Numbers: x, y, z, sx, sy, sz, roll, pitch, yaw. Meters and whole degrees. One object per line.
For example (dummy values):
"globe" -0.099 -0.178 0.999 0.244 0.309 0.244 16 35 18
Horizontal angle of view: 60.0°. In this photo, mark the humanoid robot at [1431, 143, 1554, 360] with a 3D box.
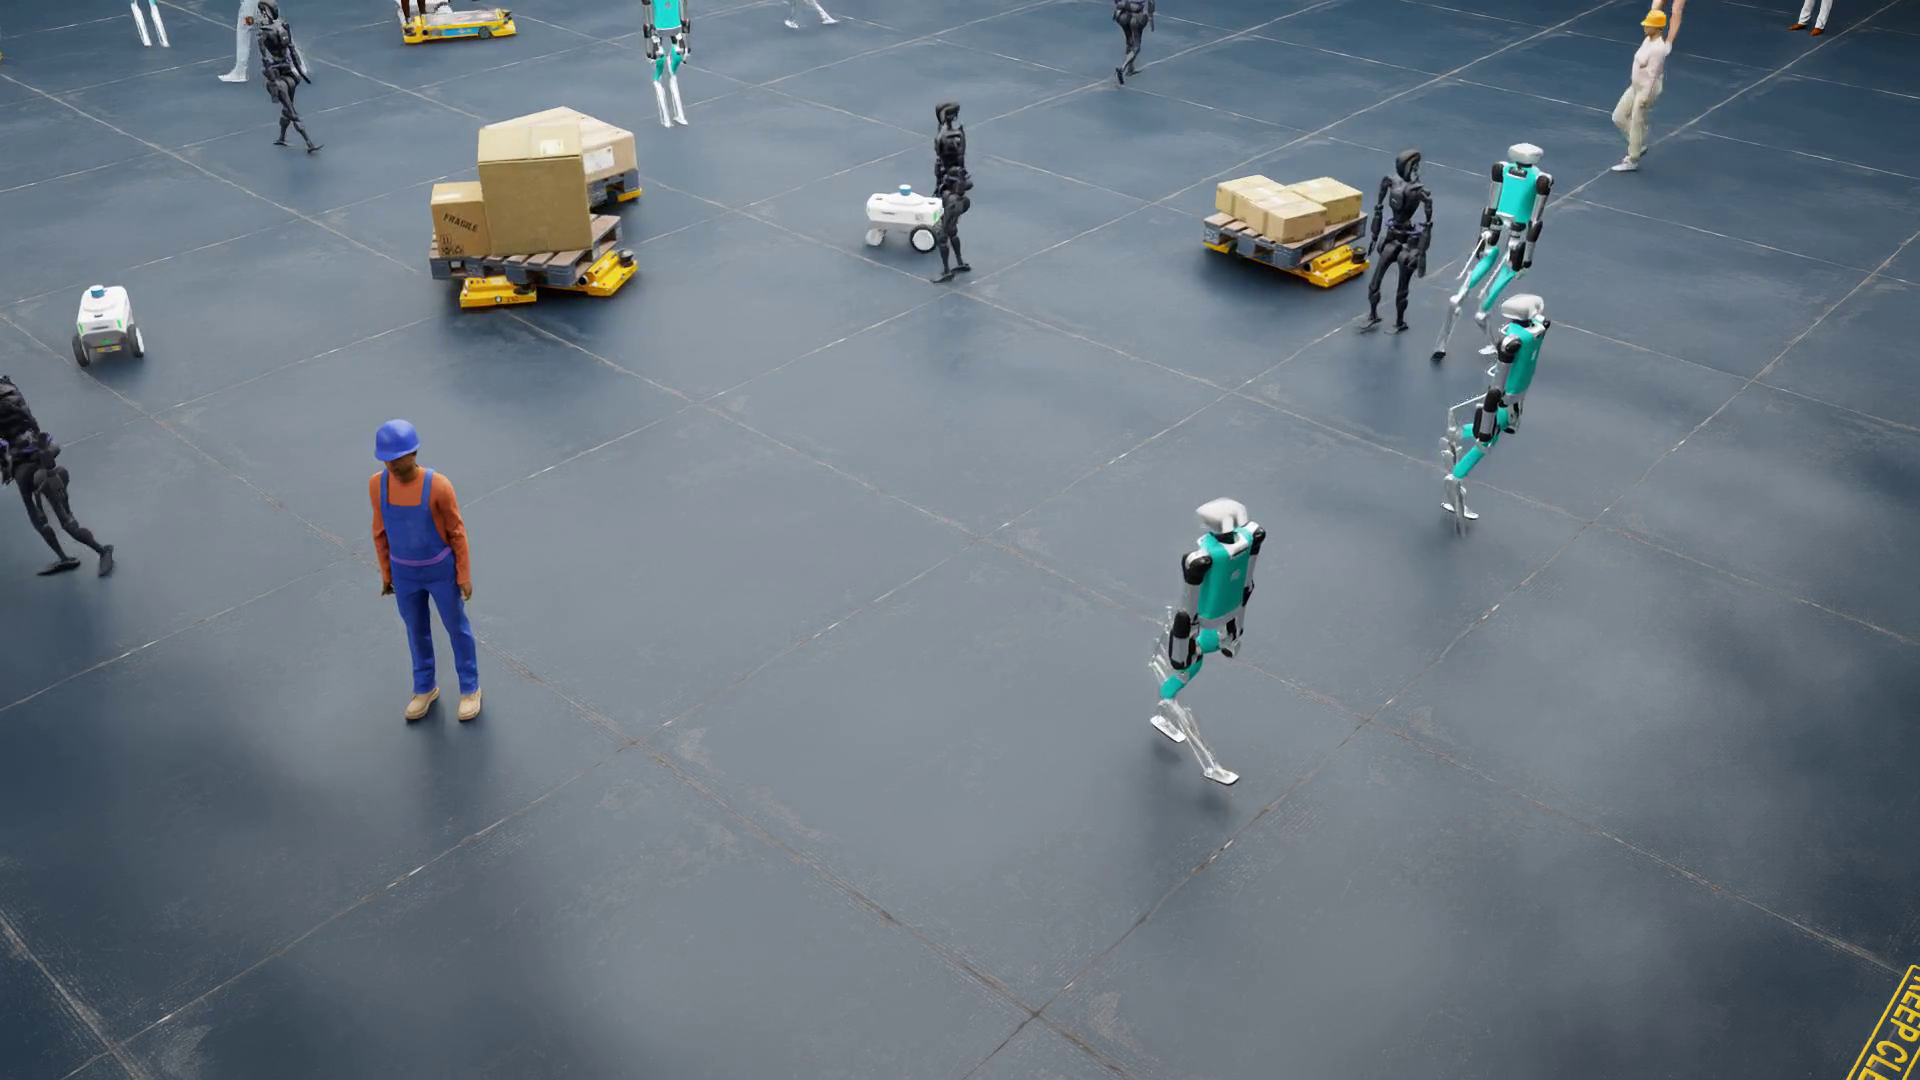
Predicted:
"humanoid robot" 4.210 -2.234 13.392 0.966 1.779 0.552 -23 38 -32

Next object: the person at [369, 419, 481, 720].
"person" -2.994 0.171 9.324 0.521 1.910 0.370 2 32 4

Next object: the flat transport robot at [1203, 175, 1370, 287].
"flat transport robot" 3.036 -2.721 15.535 0.659 0.231 1.431 -28 41 -37

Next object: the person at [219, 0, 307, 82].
"person" -8.569 -6.486 20.102 1.012 1.849 0.613 -17 36 -25

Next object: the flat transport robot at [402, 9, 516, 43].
"flat transport robot" -6.694 -6.861 22.203 1.431 0.231 0.659 -9 33 -14

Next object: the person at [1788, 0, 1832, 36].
"person" 11.426 -7.610 21.927 0.366 1.834 0.503 -18 36 -26

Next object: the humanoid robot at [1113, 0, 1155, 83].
"humanoid robot" 2.049 -6.401 20.153 0.609 1.635 0.673 23 39 32

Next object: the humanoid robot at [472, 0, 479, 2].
"humanoid robot" -6.996 -8.491 23.500 0.609 1.649 0.407 -18 36 -26

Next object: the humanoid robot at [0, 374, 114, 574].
"humanoid robot" -5.902 -0.504 10.636 0.608 1.636 0.486 15 35 22

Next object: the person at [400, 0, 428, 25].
"person" -7.255 -7.712 21.973 0.392 1.958 0.606 21 37 30

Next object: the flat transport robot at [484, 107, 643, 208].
"flat transport robot" -3.979 -3.456 16.718 0.659 0.231 1.431 27 41 37

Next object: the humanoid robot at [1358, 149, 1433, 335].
"humanoid robot" 3.669 -2.464 13.801 0.430 1.640 0.609 -23 39 -33

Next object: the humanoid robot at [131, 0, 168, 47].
"humanoid robot" -10.584 -7.209 21.400 0.537 1.831 0.669 -17 36 -25

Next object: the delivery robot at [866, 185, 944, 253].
"delivery robot" -0.512 -3.087 15.831 0.750 0.570 0.499 7 33 11

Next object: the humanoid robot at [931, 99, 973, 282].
"humanoid robot" -0.078 -3.144 14.890 0.418 1.638 0.613 -12 34 -19

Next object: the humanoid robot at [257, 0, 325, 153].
"humanoid robot" -7.248 -5.012 17.927 0.755 1.629 0.603 9 33 14

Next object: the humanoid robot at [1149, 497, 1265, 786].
"humanoid robot" 1.235 0.490 8.956 0.545 1.736 0.970 -23 39 -33

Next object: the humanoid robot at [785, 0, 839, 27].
"humanoid robot" -2.104 -7.725 22.259 0.855 1.836 0.531 3 32 5

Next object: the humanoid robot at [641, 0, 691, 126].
"humanoid robot" -3.326 -5.515 18.653 0.534 1.817 0.653 -15 35 -23

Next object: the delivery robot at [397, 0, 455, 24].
"delivery robot" -7.311 -7.370 22.758 0.795 0.602 0.499 -11 33 -17

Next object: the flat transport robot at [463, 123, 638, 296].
"flat transport robot" -3.739 -2.479 15.145 1.431 0.231 0.659 7 33 11

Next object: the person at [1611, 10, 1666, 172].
"person" 7.083 -4.668 17.320 0.393 1.681 0.513 1 32 2

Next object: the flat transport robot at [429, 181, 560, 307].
"flat transport robot" -4.150 -2.509 15.193 0.659 0.231 1.431 -6 32 -10

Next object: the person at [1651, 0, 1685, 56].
"person" 9.029 -7.065 21.020 0.567 1.858 0.526 24 39 33

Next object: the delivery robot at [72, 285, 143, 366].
"delivery robot" -7.086 -1.802 13.791 0.499 0.601 0.775 -11 33 -17

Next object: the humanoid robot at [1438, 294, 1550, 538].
"humanoid robot" 3.435 -0.831 11.147 0.746 1.840 0.539 25 40 35
